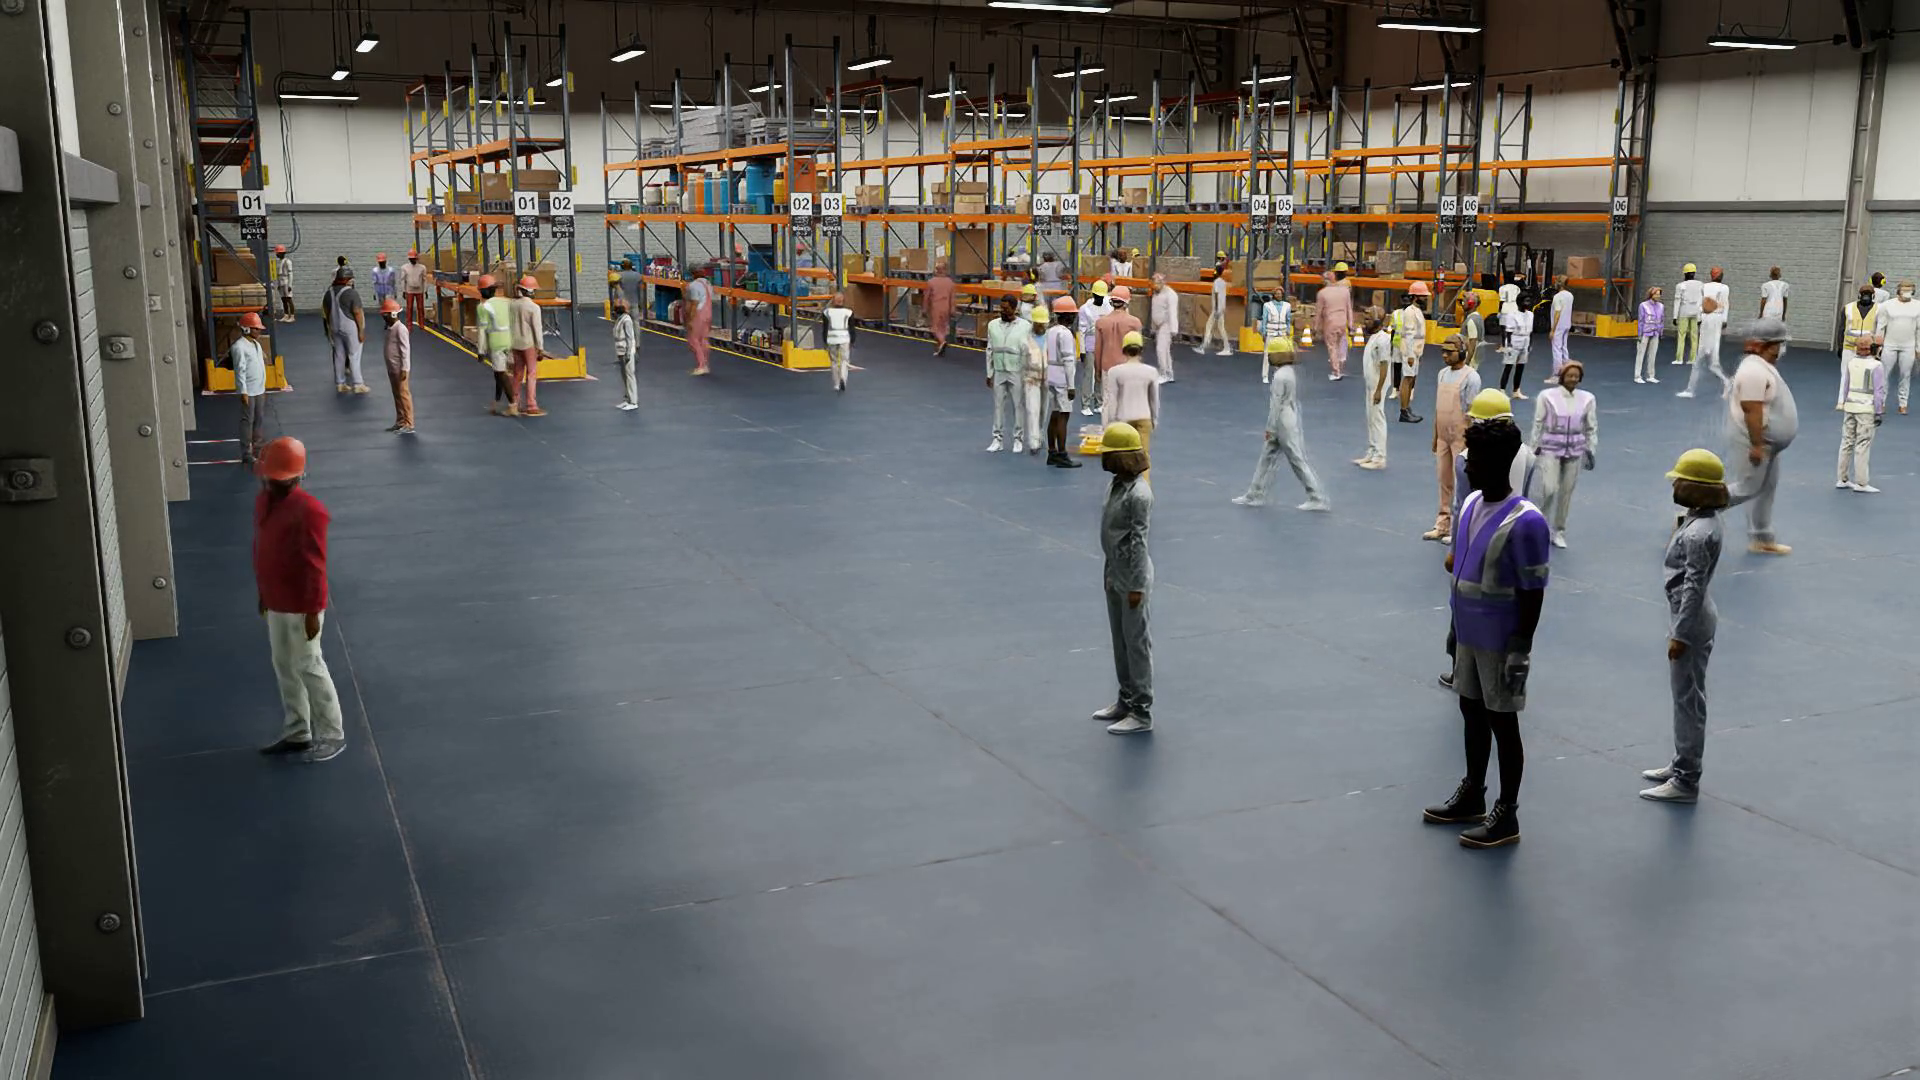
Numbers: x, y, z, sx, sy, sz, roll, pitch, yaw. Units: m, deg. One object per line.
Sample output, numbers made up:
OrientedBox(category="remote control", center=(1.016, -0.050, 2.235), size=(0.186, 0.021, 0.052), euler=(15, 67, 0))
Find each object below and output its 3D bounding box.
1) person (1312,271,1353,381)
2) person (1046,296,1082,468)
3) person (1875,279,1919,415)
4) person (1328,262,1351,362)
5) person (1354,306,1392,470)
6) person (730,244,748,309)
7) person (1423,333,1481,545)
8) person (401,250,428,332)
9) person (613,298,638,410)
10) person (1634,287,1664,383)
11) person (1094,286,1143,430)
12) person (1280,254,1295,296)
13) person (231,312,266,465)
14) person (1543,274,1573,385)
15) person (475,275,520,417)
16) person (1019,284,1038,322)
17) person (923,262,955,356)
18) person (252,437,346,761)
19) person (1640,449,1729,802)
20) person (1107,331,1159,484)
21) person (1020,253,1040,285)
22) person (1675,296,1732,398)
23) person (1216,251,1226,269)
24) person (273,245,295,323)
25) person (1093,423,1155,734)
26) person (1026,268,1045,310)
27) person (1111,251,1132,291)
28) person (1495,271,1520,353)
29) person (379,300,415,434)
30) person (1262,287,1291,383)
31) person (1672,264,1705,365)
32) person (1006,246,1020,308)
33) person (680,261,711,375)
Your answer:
OrientedBox(category="person", center=(6.438, -3.693, 28.741), size=(0.663, 1.867, 0.656), euler=(-5, 12, -25))
OrientedBox(category="person", center=(1.178, -1.792, 18.896), size=(0.364, 1.939, 0.542), euler=(-4, 12, -19))
OrientedBox(category="person", center=(13.475, -2.766, 23.867), size=(0.626, 1.933, 0.373), euler=(5, 12, 23))
OrientedBox(category="person", center=(7.367, -4.405, 32.209), size=(0.366, 1.927, 0.585), euler=(6, 12, 26))
OrientedBox(category="person", center=(4.672, -1.711, 18.730), size=(0.327, 1.842, 0.517), euler=(1, 11, 3))
OrientedBox(category="person", center=(-6.470, -7.617, 48.419), size=(0.641, 1.991, 1.080), euler=(-5, 12, -26))
OrientedBox(category="person", center=(4.309, -0.881, 14.524), size=(0.348, 1.841, 0.501), euler=(-5, 12, -22))
OrientedBox(category="person", center=(-13.199, -6.022, 40.266), size=(0.610, 1.989, 0.391), euler=(-5, 12, -23))
OrientedBox(category="person", center=(-4.916, -2.727, 24.422), size=(0.314, 1.636, 0.516), euler=(-5, 12, -23))
OrientedBox(category="person", center=(11.705, -3.473, 28.231), size=(0.514, 1.634, 0.313), euler=(-4, 12, -18))
OrientedBox(category="person", center=(1.943, -2.099, 20.318), size=(0.608, 1.995, 0.377), euler=(4, 12, 20))
OrientedBox(category="person", center=(8.865, -6.895, 45.284), size=(0.541, 1.765, 0.337), euler=(10, 15, 40))
OrientedBox(category="person", center=(-8.125, -1.740, 19.134), size=(0.350, 1.743, 0.563), euler=(0, 11, 2))
OrientedBox(category="person", center=(10.107, -3.543, 28.033), size=(0.515, 1.844, 0.329), euler=(-10, 15, -41))
OrientedBox(category="person", center=(-6.606, -2.741, 23.560), size=(0.910, 1.996, 0.623), euler=(6, 13, 29))
OrientedBox(category="person", center=(1.098, -3.264, 26.905), size=(0.336, 1.733, 0.480), euler=(2, 11, 10))
OrientedBox(category="person", center=(-0.396, -4.610, 33.342), size=(0.648, 1.888, 0.647), euler=(-7, 13, -31))
OrientedBox(category="person", center=(-3.510, 0.309, 8.775), size=(0.614, 1.722, 0.357), euler=(9, 15, 40))
OrientedBox(category="person", center=(3.562, 0.417, 8.168), size=(0.289, 1.746, 0.487), euler=(5, 12, 25))
OrientedBox(category="person", center=(1.705, -1.180, 16.331), size=(0.539, 1.725, 0.888), euler=(-1, 11, -5))
OrientedBox(category="person", center=(2.204, -8.362, 52.401), size=(0.660, 1.892, 0.425), euler=(-1, 11, -6))
OrientedBox(category="person", center=(11.706, -3.012, 25.967), size=(0.793, 1.595, 0.514), euler=(5, 12, 24))
OrientedBox(category="person", center=(7.567, -7.511, 48.406), size=(0.315, 1.769, 0.525), euler=(3, 11, 13))
OrientedBox(category="person", center=(-17.786, -6.733, 43.752), size=(0.609, 2.040, 0.395), euler=(9, 14, 39))
OrientedBox(category="person", center=(0.908, 0.209, 9.256), size=(0.340, 1.736, 0.482), euler=(-3, 12, -17))
OrientedBox(category="person", center=(1.494, -4.292, 31.878), size=(0.509, 1.835, 0.571), euler=(4, 12, 21))
OrientedBox(category="person", center=(4.244, -6.637, 43.662), size=(0.581, 1.884, 0.351), euler=(-2, 11, -8))
OrientedBox(category="person", center=(11.270, -4.687, 34.227), size=(0.533, 1.697, 0.322), euler=(-6, 12, -27))
OrientedBox(category="person", center=(-7.401, -2.271, 21.803), size=(0.343, 1.749, 0.572), euler=(-8, 14, -36))
OrientedBox(category="person", center=(5.361, -3.475, 28.209), size=(0.515, 1.641, 0.315), euler=(-2, 11, -9))
OrientedBox(category="person", center=(13.855, -4.290, 31.659), size=(0.592, 1.919, 0.397), euler=(0, 11, -2))
OrientedBox(category="person", center=(1.524, -7.758, 49.332), size=(0.602, 1.895, 0.774), euler=(-6, 12, -26))
OrientedBox(category="person", center=(-4.725, -3.972, 29.716), size=(0.545, 2.000, 0.722), euler=(3, 11, 13))
